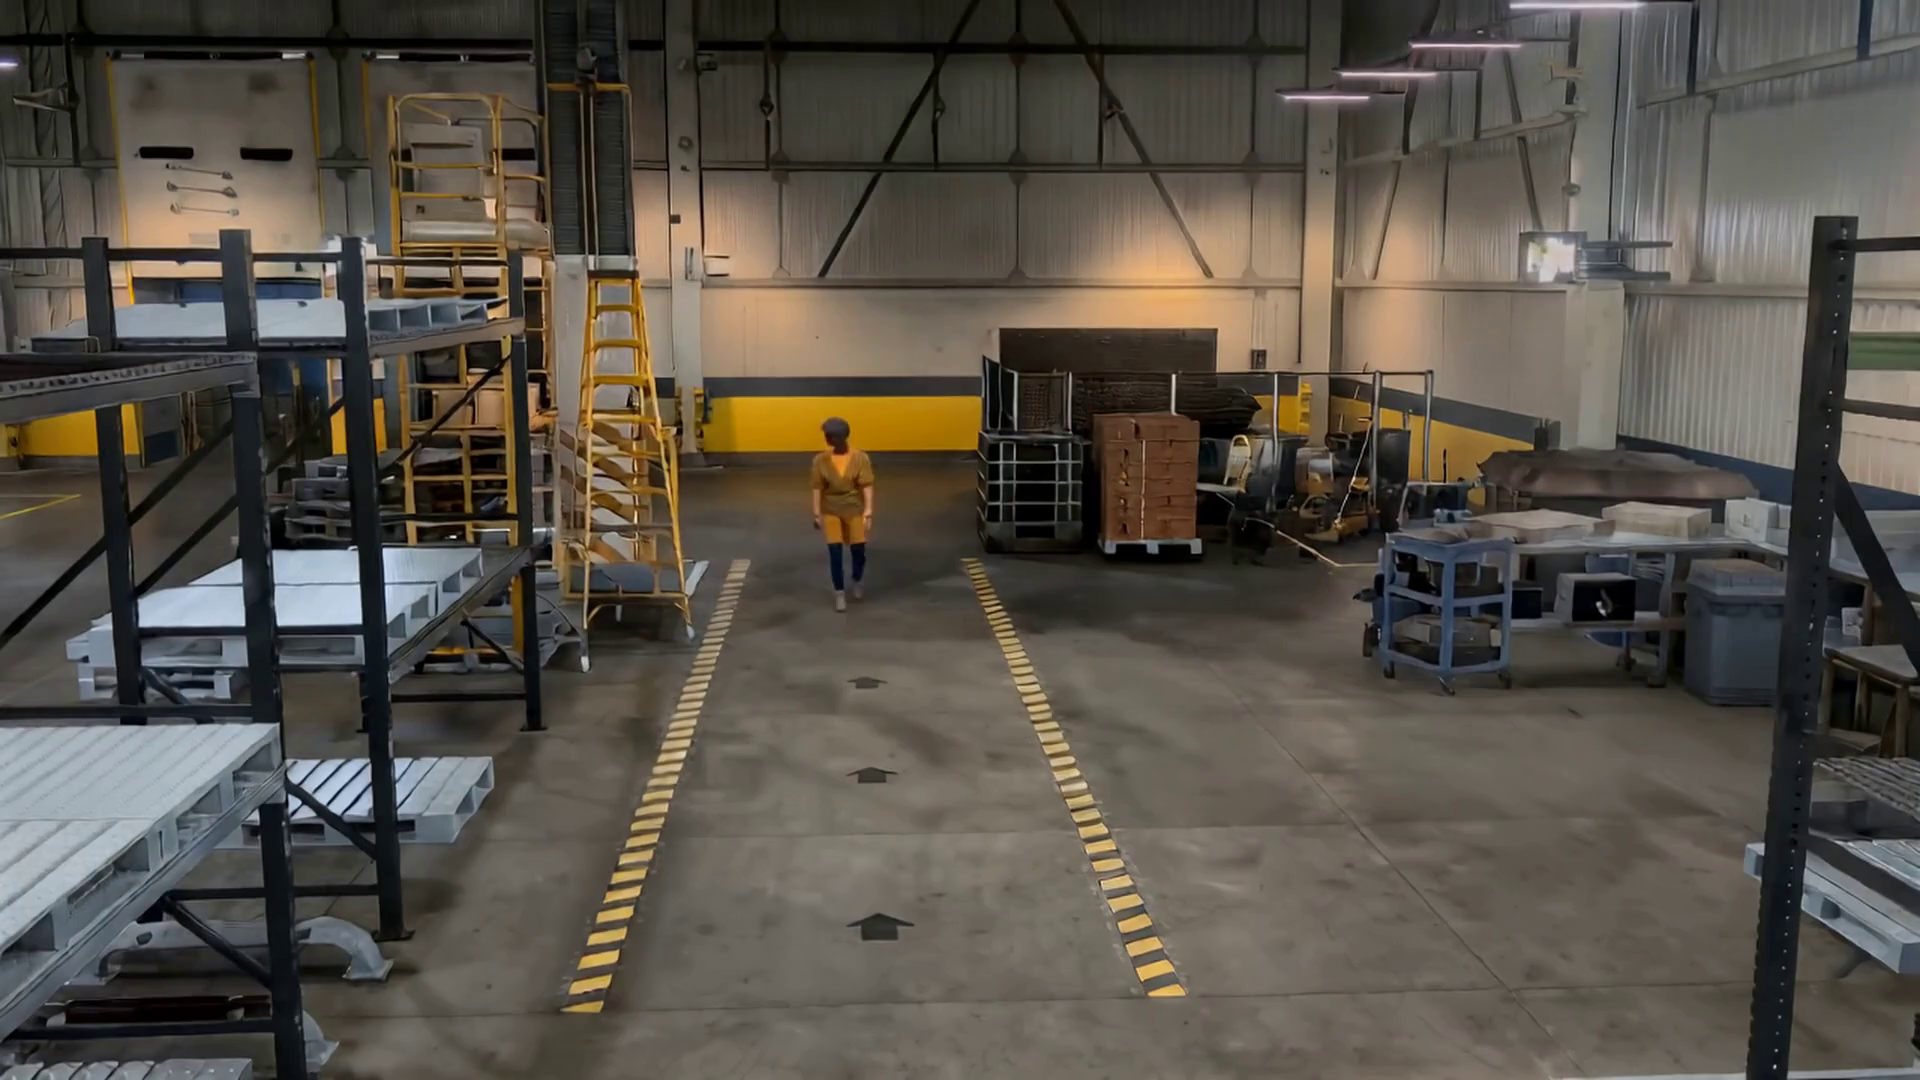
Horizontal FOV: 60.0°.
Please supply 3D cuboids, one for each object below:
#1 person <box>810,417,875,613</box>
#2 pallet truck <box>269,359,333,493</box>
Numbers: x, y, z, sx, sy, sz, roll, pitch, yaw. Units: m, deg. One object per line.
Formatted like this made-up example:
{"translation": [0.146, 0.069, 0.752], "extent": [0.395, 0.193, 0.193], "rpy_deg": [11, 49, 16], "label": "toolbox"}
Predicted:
{"translation": [-1.008, -0.221, 14.314], "extent": [0.564, 1.667, 0.482], "rpy_deg": [0, 9, -3], "label": "person"}
{"translation": [-7.062, -1.131, 18.996], "extent": [1.885, 1.965, 0.823], "rpy_deg": [2, 9, 13], "label": "pallet truck"}
